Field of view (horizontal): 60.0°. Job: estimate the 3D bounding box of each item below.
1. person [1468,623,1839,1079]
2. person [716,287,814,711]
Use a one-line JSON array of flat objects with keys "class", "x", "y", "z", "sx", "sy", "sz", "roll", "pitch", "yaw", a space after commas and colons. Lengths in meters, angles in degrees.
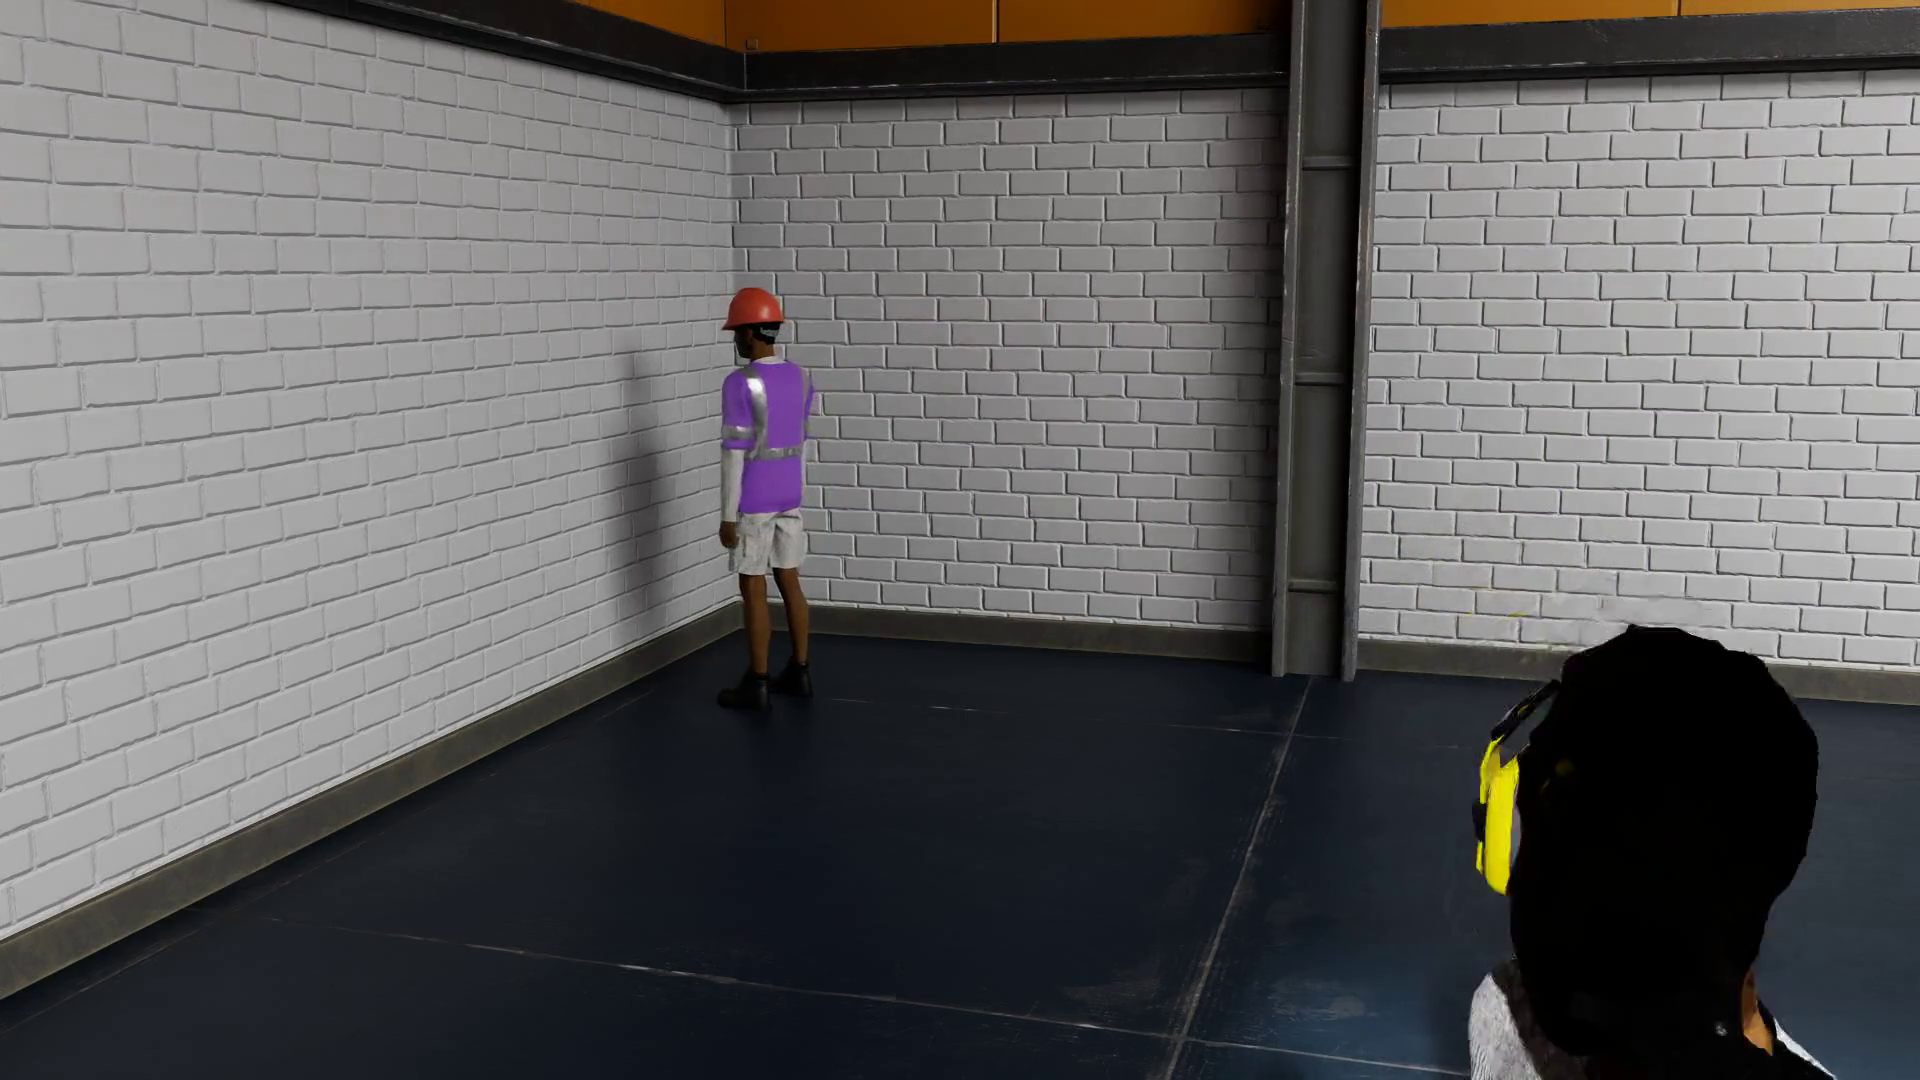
[{"class": "person", "x": 0.470, "y": 0.927, "z": 1.211, "sx": 0.367, "sy": 1.838, "sz": 0.656, "roll": -1, "pitch": 9, "yaw": -7}, {"class": "person", "x": -0.916, "y": -0.187, "z": 7.650, "sx": 0.374, "sy": 1.929, "sz": 0.556, "roll": 7, "pitch": 11, "yaw": 35}]
